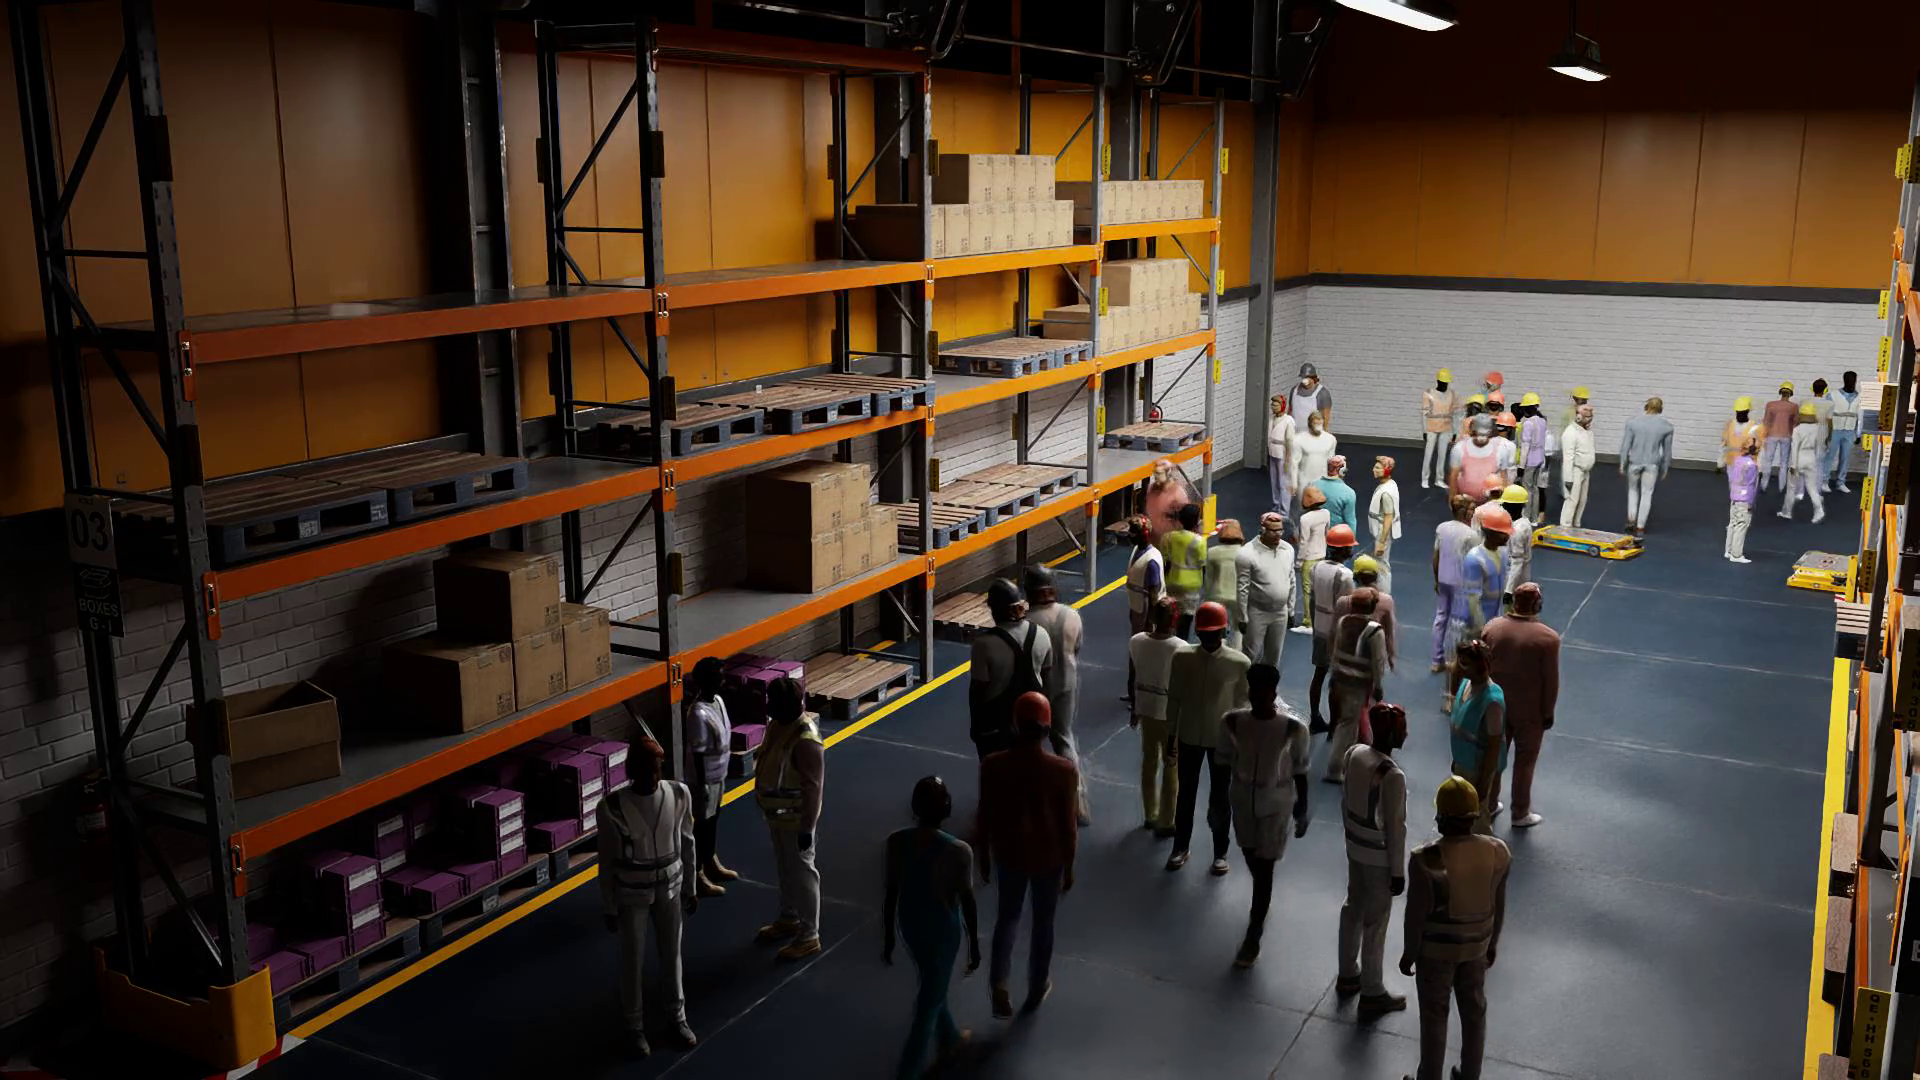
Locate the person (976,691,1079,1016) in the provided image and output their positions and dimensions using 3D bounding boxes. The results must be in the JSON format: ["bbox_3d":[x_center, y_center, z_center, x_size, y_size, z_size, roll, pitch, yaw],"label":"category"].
[{"bbox_3d":[0.389,1.884,9.843,0.613,1.973,0.697,3,13,12],"label":"person"}]

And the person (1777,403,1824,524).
[{"bbox_3d":[12.102,-1.104,23.779,0.491,1.714,0.803,-2,13,-7],"label":"person"}]

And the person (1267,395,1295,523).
[{"bbox_3d":[4.585,-1.161,23.770,0.388,1.837,0.562,-5,13,-20],"label":"person"}]

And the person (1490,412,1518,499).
[{"bbox_3d":[6.979,-0.689,21.469,0.387,1.926,0.549,-5,13,-21],"label":"person"}]

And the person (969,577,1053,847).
[{"bbox_3d":[0.326,1.265,12.447,0.681,2.000,0.535,-8,15,-33],"label":"person"}]

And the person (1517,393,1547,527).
[{"bbox_3d":[7.995,-1.108,23.369,0.400,1.913,0.592,11,17,40],"label":"person"}]

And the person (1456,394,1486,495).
[{"bbox_3d":[7.597,-1.308,24.669,0.494,1.730,0.324,1,13,4],"label":"person"}]

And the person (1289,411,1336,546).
[{"bbox_3d":[4.625,-0.783,21.970,0.644,1.898,1.013,-2,13,-7],"label":"person"}]

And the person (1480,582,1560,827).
[{"bbox_3d":[4.312,1.258,12.833,0.394,1.892,0.632,-11,16,-40],"label":"person"}]

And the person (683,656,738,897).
[{"bbox_3d":[-1.755,1.630,11.607,0.319,1.694,0.535,2,13,9],"label":"person"}]

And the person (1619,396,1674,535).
[{"bbox_3d":[9.527,-1.048,23.109,0.656,1.902,0.707,6,14,23],"label":"person"}]

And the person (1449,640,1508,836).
[{"bbox_3d":[3.566,1.576,11.511,0.390,1.838,0.562,-1,13,-4],"label":"person"}]

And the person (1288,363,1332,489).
[{"bbox_3d":[5.386,-1.743,25.911,0.684,2.000,0.535,10,16,37],"label":"person"}]

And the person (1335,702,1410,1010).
[{"bbox_3d":[2.495,1.887,10.013,0.337,1.882,0.584,-4,13,-17],"label":"person"}]

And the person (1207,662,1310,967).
[{"bbox_3d":[1.953,1.688,10.834,0.624,1.922,1.008,6,14,25],"label":"person"}]

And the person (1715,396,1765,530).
[{"bbox_3d":[10.827,-1.058,23.144,0.516,1.903,0.596,-8,15,-30],"label":"person"}]

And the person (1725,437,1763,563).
[{"bbox_3d":[10.052,-0.514,21.341,0.313,1.631,0.525,1,13,4],"label":"person"}]

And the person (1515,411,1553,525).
[{"bbox_3d":[8.074,-1.006,23.462,0.781,1.649,0.542,-11,17,-41],"label":"person"}]

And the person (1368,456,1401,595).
[{"bbox_3d":[4.759,-0.036,18.699,0.383,1.849,0.570,2,13,11],"label":"person"}]

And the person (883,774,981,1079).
[{"bbox_3d":[-0.166,2.149,9.029,0.518,1.804,0.973,7,14,28],"label":"person"}]

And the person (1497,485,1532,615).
[{"bbox_3d":[5.484,0.401,16.568,0.366,1.926,0.592,4,13,19],"label":"person"}]

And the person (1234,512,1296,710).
[{"bbox_3d":[2.845,0.674,15.416,0.644,1.900,0.399,-6,14,-25],"label":"person"}]

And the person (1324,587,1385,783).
[{"bbox_3d":[3.241,1.192,13.778,0.592,1.601,0.533,-6,14,-25],"label":"person"}]

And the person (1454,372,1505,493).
[{"bbox_3d":[8.005,-1.614,25.557,0.945,1.958,0.624,-2,13,-7],"label":"person"}]

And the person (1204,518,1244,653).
[{"bbox_3d":[2.661,0.591,16.427,0.515,1.608,0.496,4,13,17],"label":"person"}]

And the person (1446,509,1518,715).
[{"bbox_3d":[4.842,0.717,14.967,0.617,2.001,0.985,-10,16,-38],"label":"person"}]

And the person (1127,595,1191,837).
[{"bbox_3d":[1.538,1.344,12.596,0.617,1.850,0.411,10,16,38],"label":"person"}]

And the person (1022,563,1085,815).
[{"bbox_3d":[0.672,1.136,13.021,0.683,2.000,0.992,-6,14,-26],"label":"person"}]

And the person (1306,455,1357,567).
[{"bbox_3d":[4.120,0.000,18.442,0.399,1.900,0.645,-12,17,-43],"label":"person"}]

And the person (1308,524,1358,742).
[{"bbox_3d":[3.314,0.812,14.704,0.364,1.939,0.542,-7,14,-28],"label":"person"}]

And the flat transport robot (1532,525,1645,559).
[{"bbox_3d":[8.254,0.005,22.083,0.652,0.197,1.431,-12,17,-44],"label":"flat transport robot"}]

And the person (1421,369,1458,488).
[{"bbox_3d":[7.560,-1.753,26.257,0.596,1.913,0.403,-1,13,-3],"label":"person"}]

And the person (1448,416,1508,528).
[{"bbox_3d":[6.434,-0.564,20.632,0.766,2.000,0.582,4,13,19],"label":"person"}]

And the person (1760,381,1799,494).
[{"bbox_3d":[12.785,-1.598,25.914,0.534,1.757,0.337,6,14,25],"label":"person"}]

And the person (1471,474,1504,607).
[{"bbox_3d":[5.814,0.150,18.126,0.573,1.736,0.517,-5,14,-22],"label":"person"}]

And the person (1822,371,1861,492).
[{"bbox_3d":[13.784,-1.703,26.013,0.599,1.916,0.374,0,13,-1],"label":"person"}]

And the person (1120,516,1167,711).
[{"bbox_3d":[1.737,0.677,15.544,0.383,1.836,0.572,-2,13,-9],"label":"person"}]

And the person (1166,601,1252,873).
[{"bbox_3d":[1.769,1.405,11.920,0.611,1.996,0.378,4,13,18],"label":"person"}]

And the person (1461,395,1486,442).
[{"bbox_3d":[7.191,-1.080,23.342,0.366,1.873,0.680,10,16,38],"label":"person"}]

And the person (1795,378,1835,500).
[{"bbox_3d":[13.015,-1.534,25.364,0.520,1.873,0.335,8,15,32],"label":"person"}]

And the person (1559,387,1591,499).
[{"bbox_3d":[9.373,-1.460,25.301,0.525,1.753,0.454,-9,15,-35],"label":"person"}]

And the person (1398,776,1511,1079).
[{"bbox_3d":[2.629,2.153,8.935,0.591,1.834,0.404,-3,13,-13],"label":"person"}]

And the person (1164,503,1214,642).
[{"bbox_3d":[2.345,0.453,16.898,0.495,1.685,0.537,-9,15,-34],"label":"person"}]

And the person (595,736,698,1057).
[{"bbox_3d":[-1.766,2.014,9.468,0.577,1.879,0.367,-8,15,-30],"label":"person"}]

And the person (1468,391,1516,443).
[{"bbox_3d":[7.224,-1.020,22.704,0.613,2.033,0.410,4,13,15],"label":"person"}]

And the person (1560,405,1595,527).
[{"bbox_3d":[8.330,-0.886,22.418,0.400,1.894,0.653,11,17,41],"label":"person"}]

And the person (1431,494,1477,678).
[{"bbox_3d":[4.923,0.453,16.533,0.351,1.842,0.507,-7,15,-30],"label":"person"}]

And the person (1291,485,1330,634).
[{"bbox_3d":[3.822,0.210,18.090,0.288,1.633,0.497,12,17,43],"label":"person"}]

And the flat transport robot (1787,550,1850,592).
[{"bbox_3d":[10.652,0.374,20.429,0.652,0.197,1.431,9,15,34],"label":"flat transport robot"}]

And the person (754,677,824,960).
[{"bbox_3d":[-1.099,1.762,10.669,0.429,1.842,0.634,-6,14,-26],"label":"person"}]

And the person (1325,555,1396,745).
[{"bbox_3d":[3.446,0.977,14.434,0.538,1.725,0.862,-3,13,-12],"label":"person"}]

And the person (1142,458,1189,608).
[{"bbox_3d":[2.258,0.019,18.354,0.616,1.885,0.658,-7,15,-30],"label":"person"}]
